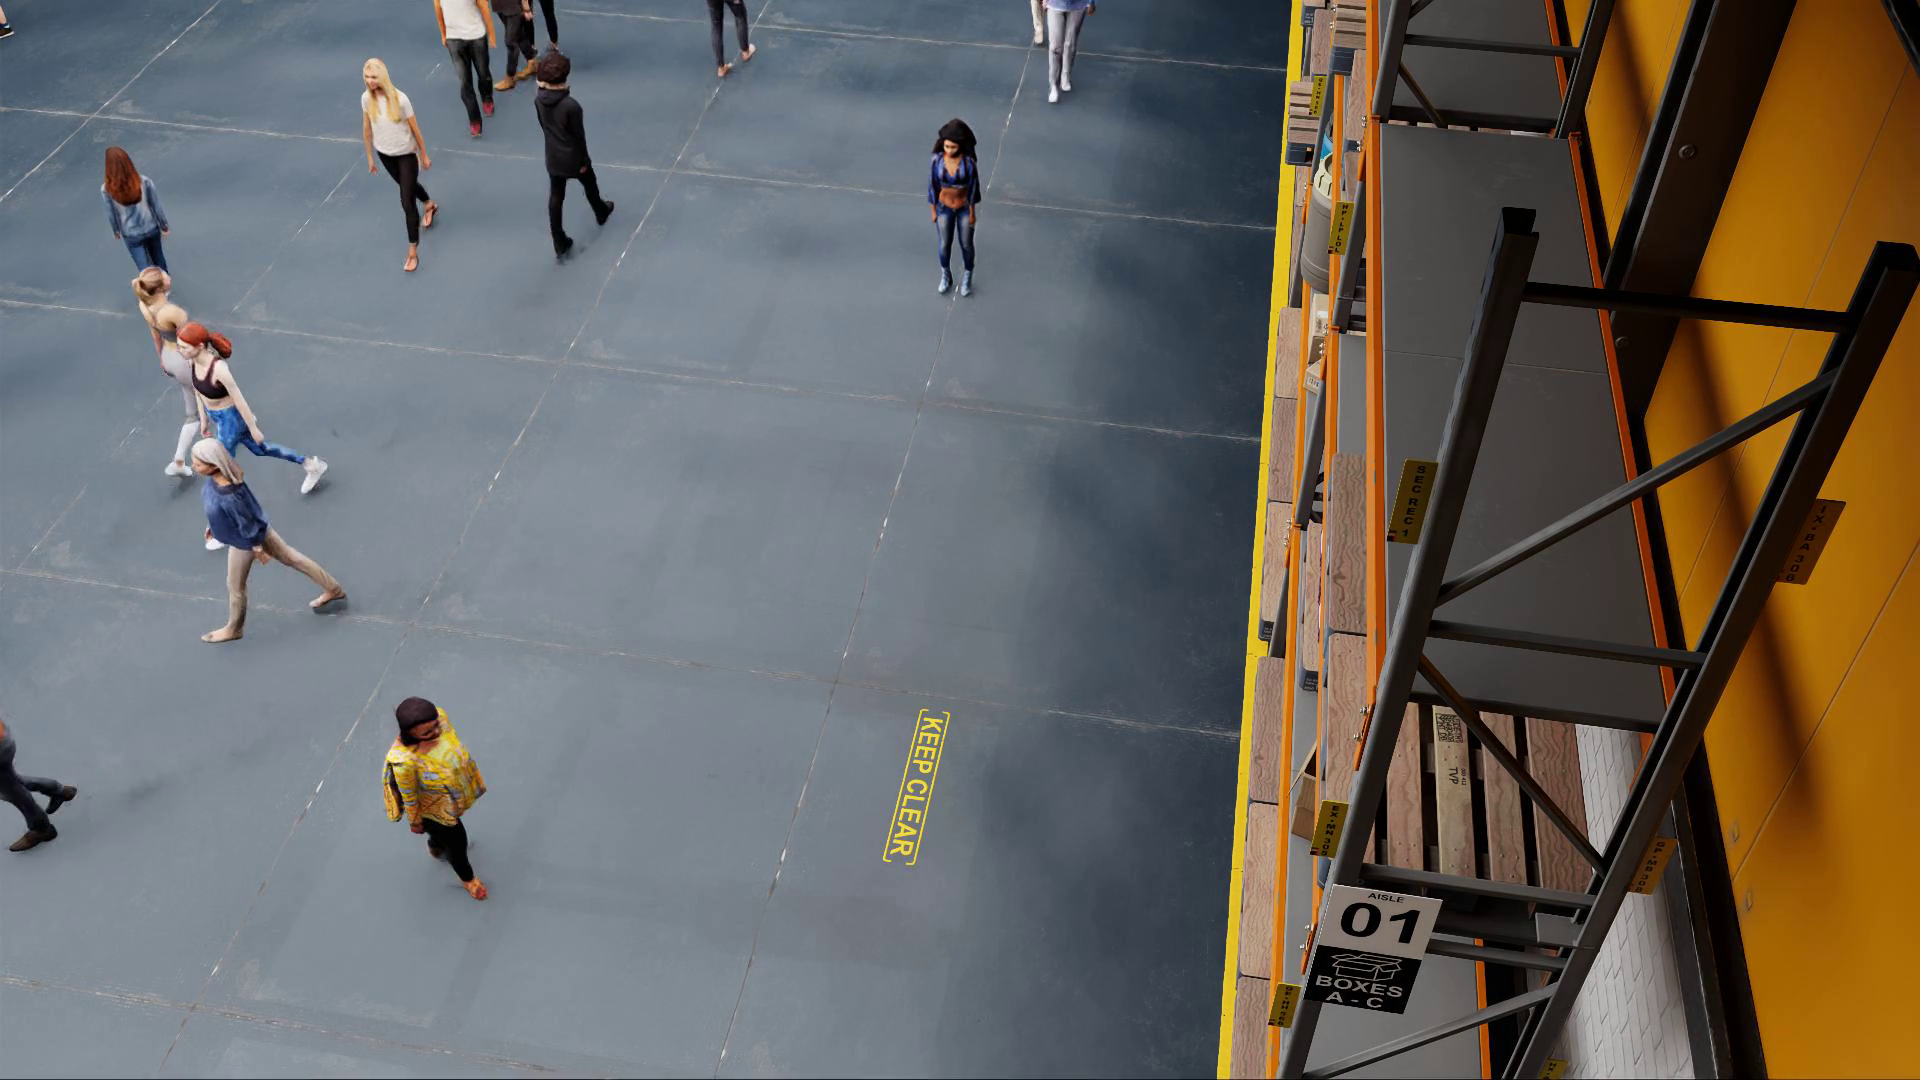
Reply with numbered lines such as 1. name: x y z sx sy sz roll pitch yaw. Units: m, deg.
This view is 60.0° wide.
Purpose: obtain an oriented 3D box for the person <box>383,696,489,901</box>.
1. person: -2.982 1.410 9.405 0.751 1.628 0.672 4 44 4

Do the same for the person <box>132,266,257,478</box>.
1. person: -5.705 -1.199 12.114 0.825 1.669 1.182 19 47 19

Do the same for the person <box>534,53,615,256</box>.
1. person: -3.412 -3.253 14.222 0.725 1.735 1.140 14 45 14

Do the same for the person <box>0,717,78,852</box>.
1. person: -5.513 1.142 9.583 0.885 1.771 0.826 -27 50 -25

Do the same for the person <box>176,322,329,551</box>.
1. person: -5.030 -0.843 11.698 1.055 1.738 1.268 34 53 30

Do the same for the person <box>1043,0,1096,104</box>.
1. person: 1.050 -5.308 16.280 0.761 1.872 0.882 0 44 0

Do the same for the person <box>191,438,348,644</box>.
1. person: -4.566 -0.039 10.920 1.087 1.646 1.197 -15 46 -15

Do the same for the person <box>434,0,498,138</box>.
1. person: -4.689 -4.837 15.864 0.895 1.775 1.086 -8 44 -9

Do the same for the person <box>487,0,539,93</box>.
1. person: -4.399 -5.337 16.440 1.023 1.692 0.924 -34 53 -30

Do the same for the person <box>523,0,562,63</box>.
1. person: -4.281 -5.673 16.799 0.639 1.694 0.656 1 44 2

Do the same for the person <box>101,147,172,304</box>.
1. person: -6.708 -2.504 13.638 0.952 1.456 1.014 -26 49 -25

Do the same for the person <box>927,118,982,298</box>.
1. person: -0.034 -2.744 13.770 0.596 1.621 0.529 6 44 7

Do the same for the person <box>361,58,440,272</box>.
1. person: -4.774 -3.317 14.255 0.690 1.781 1.205 4 44 5

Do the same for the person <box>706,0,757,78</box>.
1. person: -2.399 -5.449 16.521 0.652 1.744 0.873 10 45 10
